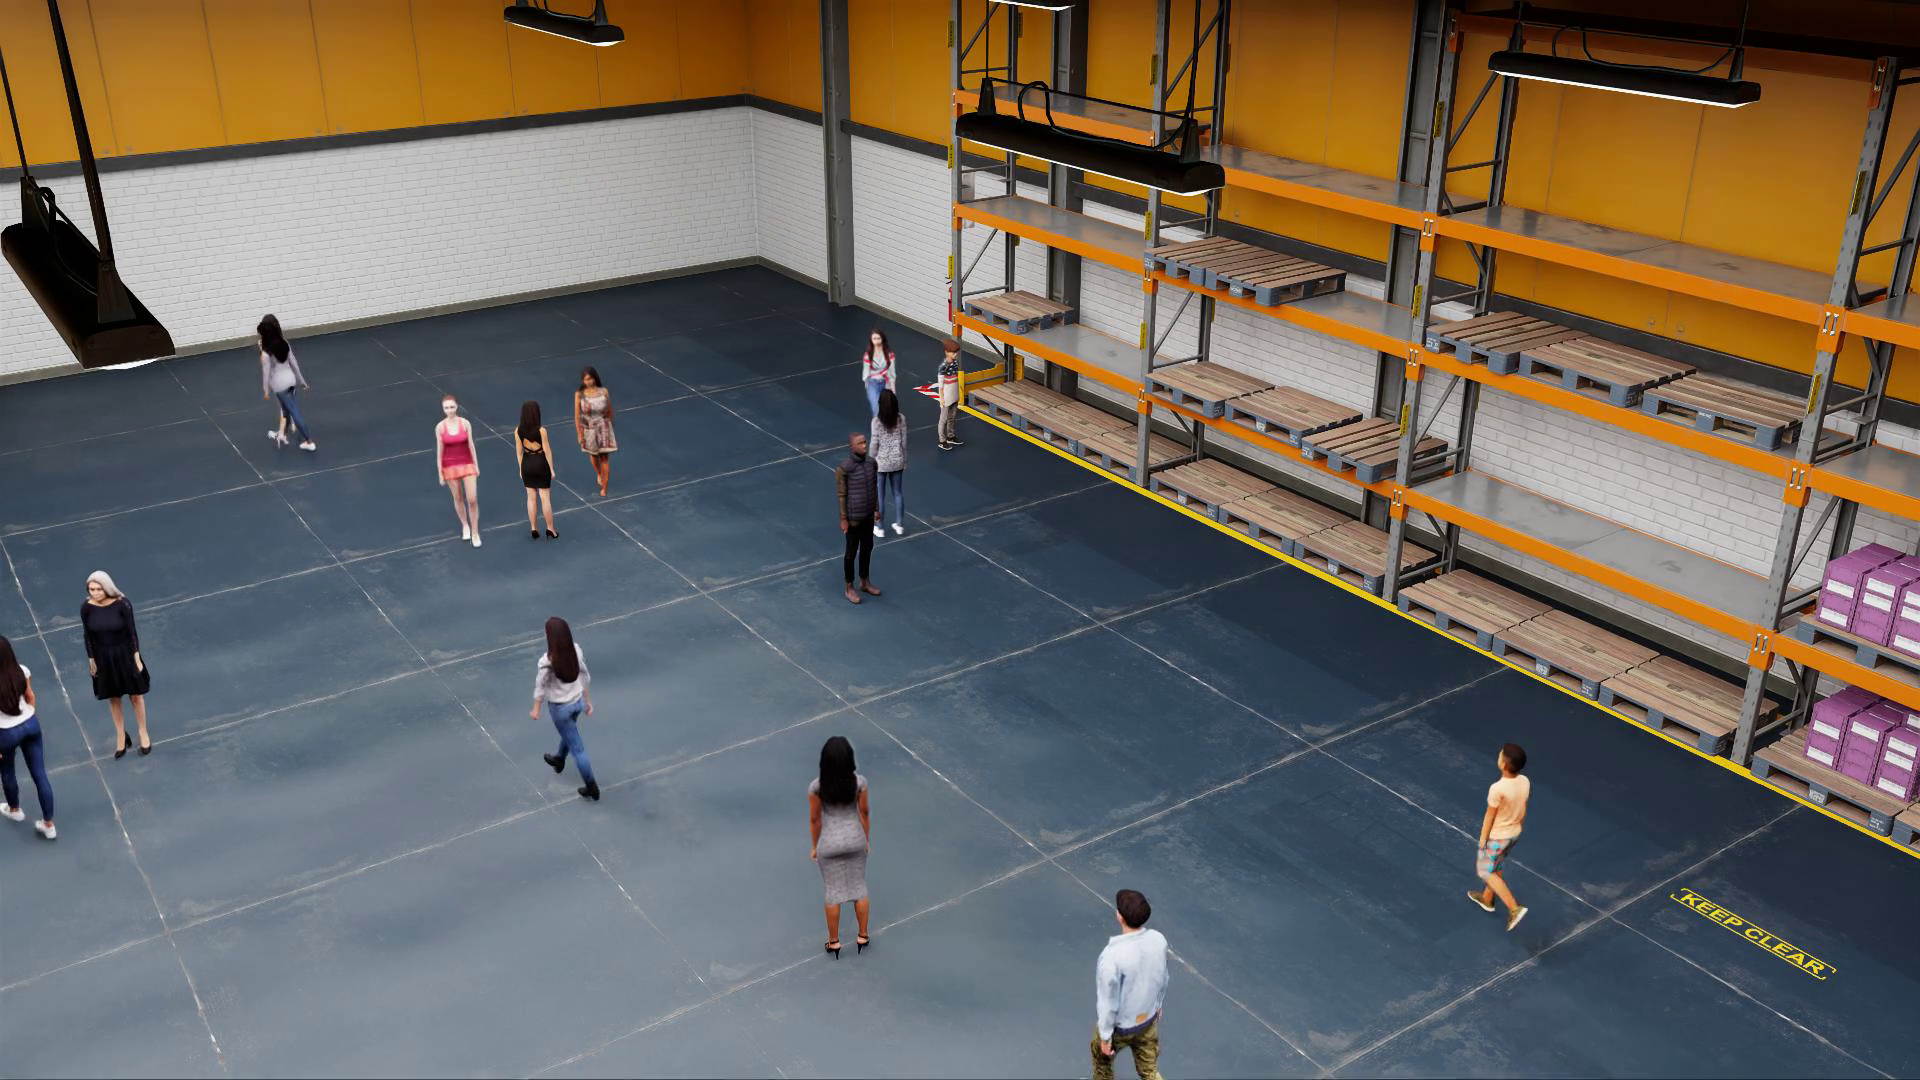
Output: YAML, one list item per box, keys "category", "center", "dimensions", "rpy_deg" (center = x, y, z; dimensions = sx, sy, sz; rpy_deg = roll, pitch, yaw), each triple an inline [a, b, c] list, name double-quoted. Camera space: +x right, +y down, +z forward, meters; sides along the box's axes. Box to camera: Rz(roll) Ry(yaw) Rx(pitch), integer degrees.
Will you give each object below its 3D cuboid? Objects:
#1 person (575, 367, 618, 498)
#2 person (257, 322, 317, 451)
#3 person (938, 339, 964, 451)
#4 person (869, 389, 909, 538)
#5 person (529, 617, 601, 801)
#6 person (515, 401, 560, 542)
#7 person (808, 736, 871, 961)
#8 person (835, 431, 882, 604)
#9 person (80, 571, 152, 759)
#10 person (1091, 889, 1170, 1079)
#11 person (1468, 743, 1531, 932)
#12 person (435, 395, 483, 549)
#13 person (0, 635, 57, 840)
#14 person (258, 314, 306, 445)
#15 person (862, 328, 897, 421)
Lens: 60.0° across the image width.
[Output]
- category: "person"
  center: [-4.393, -1.353, 20.122]
  dimensions: [0.921, 1.605, 1.194]
  rpy_deg: [-6, 24, -12]
- category: "person"
  center: [-8.587, -1.934, 21.334]
  dimensions: [1.162, 1.697, 1.029]
  rpy_deg: [10, 26, 22]
- category: "person"
  center: [-0.143, -1.913, 21.603]
  dimensions: [0.555, 1.445, 0.567]
  rpy_deg: [16, 28, 33]
- category: "person"
  center: [-0.812, -0.878, 18.876]
  dimensions: [0.646, 1.731, 0.578]
  rpy_deg: [-11, 26, -24]
- category: "person"
  center: [-3.194, 1.428, 13.771]
  dimensions: [1.079, 1.595, 0.850]
  rpy_deg: [14, 27, 29]
- category: "person"
  center: [-4.782, -0.773, 18.747]
  dimensions: [0.625, 1.643, 0.674]
  rpy_deg: [3, 24, 7]
- category: "person"
  center: [-0.840, 2.184, 11.810]
  dimensions: [0.657, 1.781, 0.653]
  rpy_deg: [-4, 24, -9]
- category: "person"
  center: [-1.058, -0.262, 17.336]
  dimensions: [0.634, 1.836, 0.731]
  rpy_deg: [22, 32, 40]
- category: "person"
  center: [-7.305, 1.065, 14.412]
  dimensions: [0.677, 1.747, 0.677]
  rpy_deg: [-6, 24, -13]
- category: "person"
  center: [1.078, 2.951, 10.052]
  dimensions: [0.678, 1.783, 1.113]
  rpy_deg: [-16, 28, -32]
- category: "person"
  center: [4.017, 2.191, 12.212]
  dimensions: [0.567, 1.445, 0.834]
  rpy_deg: [-13, 27, -27]
- category: "person"
  center: [-5.645, -0.825, 18.752]
  dimensions: [0.755, 1.733, 0.907]
  rpy_deg: [-6, 24, -13]
- category: "person"
  center: [-7.437, 1.593, 13.207]
  dimensions: [1.013, 1.745, 0.787]
  rpy_deg: [17, 29, 34]
- category: "person"
  center: [-8.829, -2.051, 21.596]
  dimensions: [0.929, 1.703, 0.994]
  rpy_deg: [3, 24, 8]
- category: "person"
  center: [-1.030, -1.980, 21.560]
  dimensions: [0.785, 1.601, 0.881]
  rpy_deg: [-2, 24, -4]
